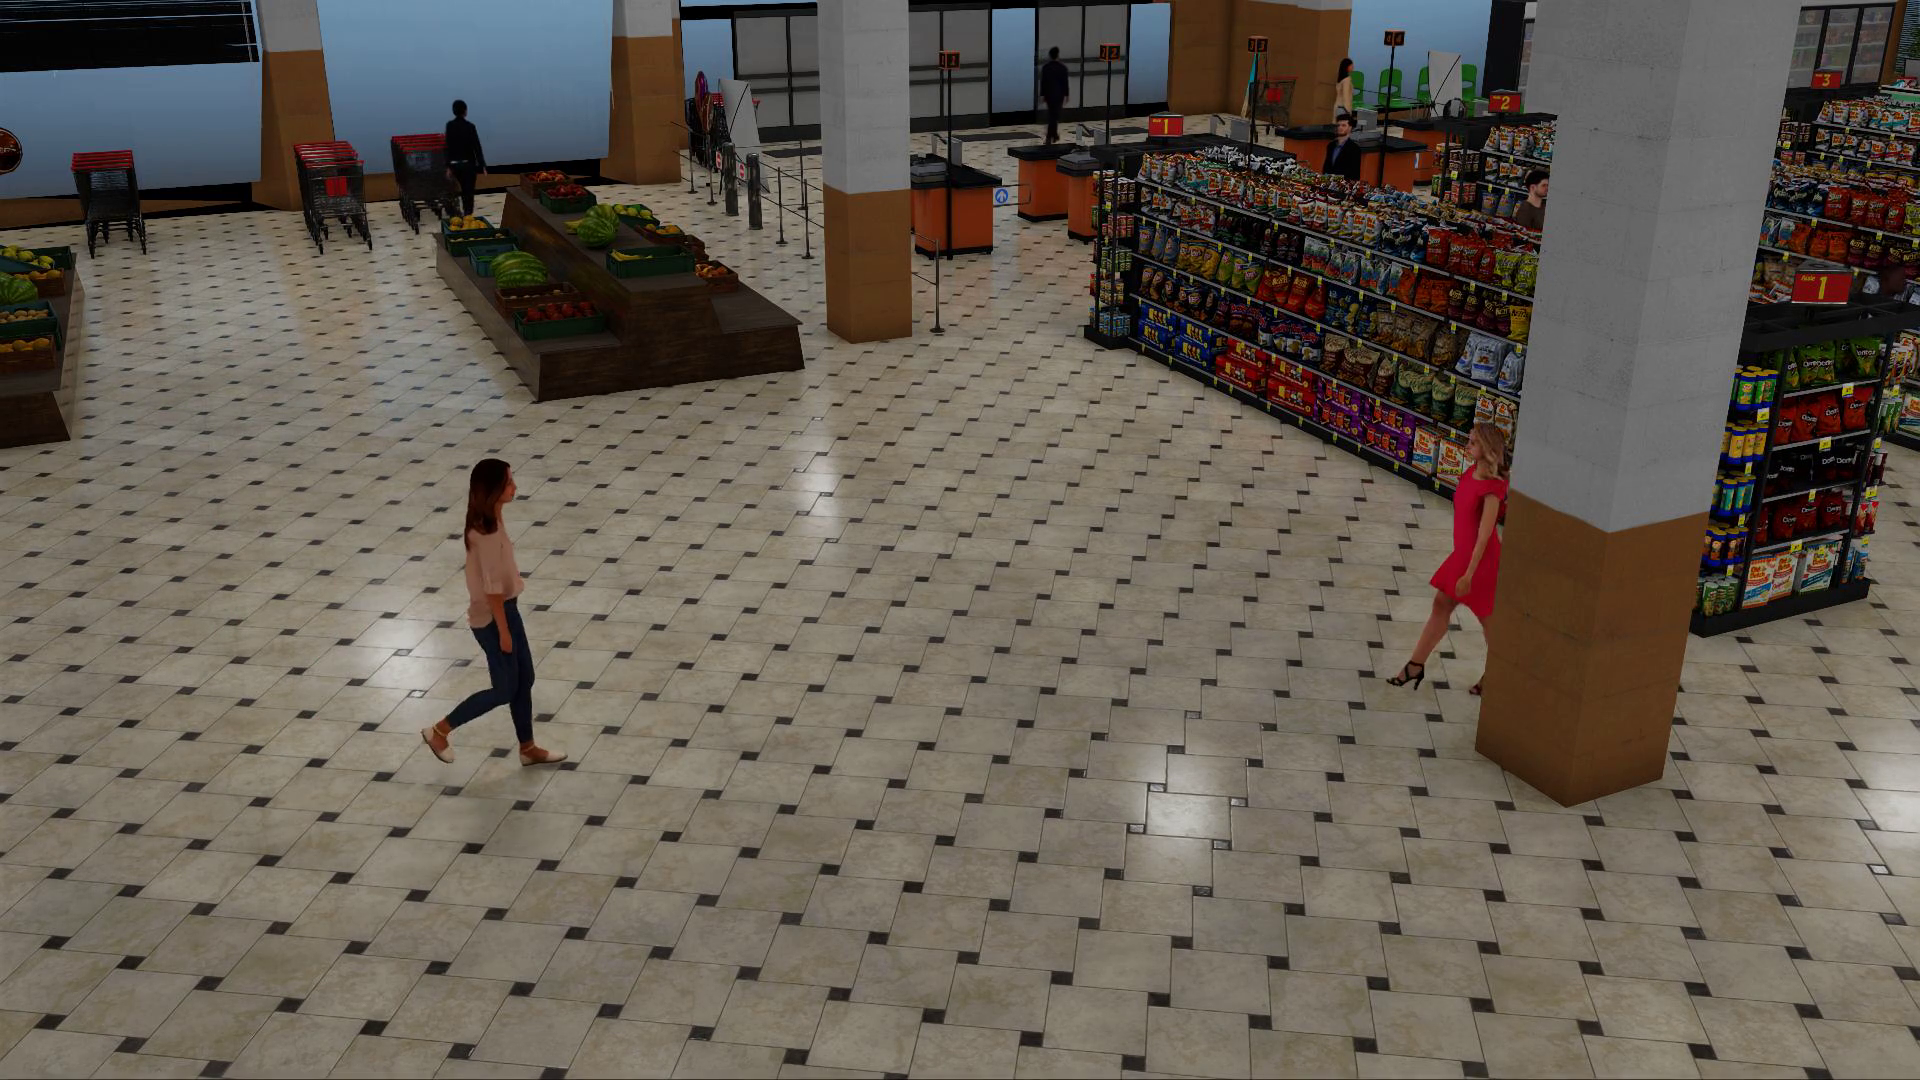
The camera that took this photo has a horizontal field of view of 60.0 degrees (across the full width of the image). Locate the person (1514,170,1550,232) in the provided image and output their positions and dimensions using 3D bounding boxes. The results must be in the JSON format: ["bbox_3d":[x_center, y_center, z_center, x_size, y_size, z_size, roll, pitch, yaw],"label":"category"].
[{"bbox_3d":[5.596,-2.706,16.439,0.738,1.888,0.739,15,27,33],"label":"person"}]

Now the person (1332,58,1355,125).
[{"bbox_3d":[6.430,-7.234,27.986,0.785,1.680,0.637,1,22,1],"label":"person"}]

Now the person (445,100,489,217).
[{"bbox_3d":[-6.515,-4.796,21.731,0.801,1.821,0.852,5,22,12],"label":"person"}]

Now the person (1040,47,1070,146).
[{"bbox_3d":[1.647,-7.779,29.330,1.137,1.690,1.166,9,23,21],"label":"person"}]

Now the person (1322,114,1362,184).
[{"bbox_3d":[4.597,-4.212,20.177,0.797,1.896,0.596,-15,26,-32],"label":"person"}]

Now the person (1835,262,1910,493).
[{"bbox_3d":[6.948,-1.266,12.937,0.789,1.828,0.803,-17,28,-37],"label":"person"}]

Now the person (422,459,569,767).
[{"bbox_3d":[-2.537,0.435,8.780,0.815,1.770,0.974,-4,22,-9],"label":"person"}]

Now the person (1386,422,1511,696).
[{"bbox_3d":[3.071,0.140,9.609,0.817,1.700,0.939,-3,22,-7],"label":"person"}]
